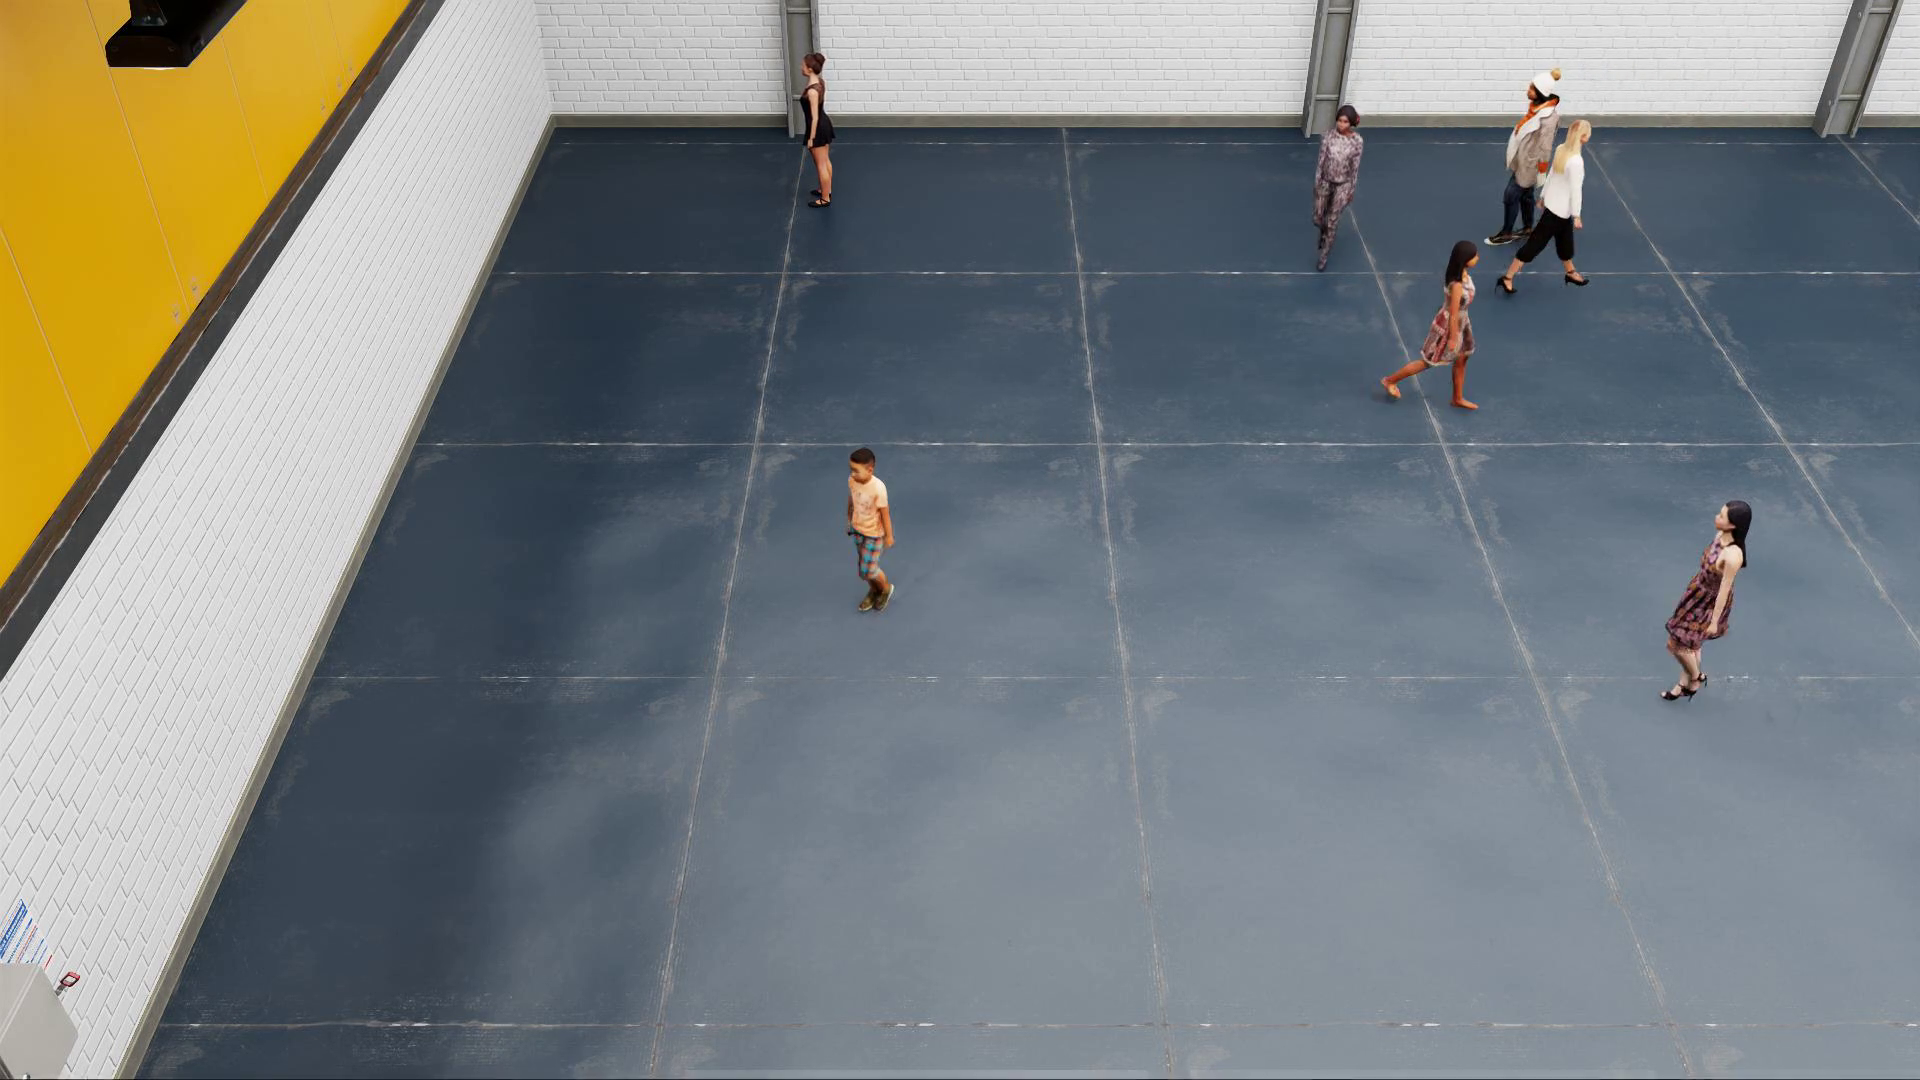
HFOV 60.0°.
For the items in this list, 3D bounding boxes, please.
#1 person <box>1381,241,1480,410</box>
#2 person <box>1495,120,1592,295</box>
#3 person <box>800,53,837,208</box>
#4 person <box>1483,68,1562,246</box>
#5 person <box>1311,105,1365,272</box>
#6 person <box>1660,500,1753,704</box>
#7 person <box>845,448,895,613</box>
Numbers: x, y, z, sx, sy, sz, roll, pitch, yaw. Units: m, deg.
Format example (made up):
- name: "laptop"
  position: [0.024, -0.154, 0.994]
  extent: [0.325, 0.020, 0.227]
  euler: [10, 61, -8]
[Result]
- name: "person"
  position: [4.176, -1.847, 14.486]
  extent: [1.176, 1.613, 0.860]
  euler: [13, 40, 15]
- name: "person"
  position: [5.620, -3.112, 15.920]
  extent: [1.183, 1.801, 0.669]
  euler: [-2, 39, -2]
- name: "person"
  position: [-1.505, -4.332, 17.550]
  extent: [0.584, 1.673, 0.593]
  euler: [4, 39, 5]
- name: "person"
  position: [5.857, -3.853, 16.791]
  extent: [0.779, 1.871, 0.714]
  euler: [1, 39, 1]
- name: "person"
  position: [3.755, -3.526, 16.516]
  extent: [0.796, 1.704, 0.793]
  euler: [15, 41, 18]
- name: "person"
  position: [5.223, 0.476, 11.459]
  extent: [0.742, 1.762, 0.709]
  euler: [7, 39, 9]
- name: "person"
  position: [-0.625, -0.109, 12.438]
  extent: [0.650, 1.453, 0.717]
  euler: [26, 46, 29]
